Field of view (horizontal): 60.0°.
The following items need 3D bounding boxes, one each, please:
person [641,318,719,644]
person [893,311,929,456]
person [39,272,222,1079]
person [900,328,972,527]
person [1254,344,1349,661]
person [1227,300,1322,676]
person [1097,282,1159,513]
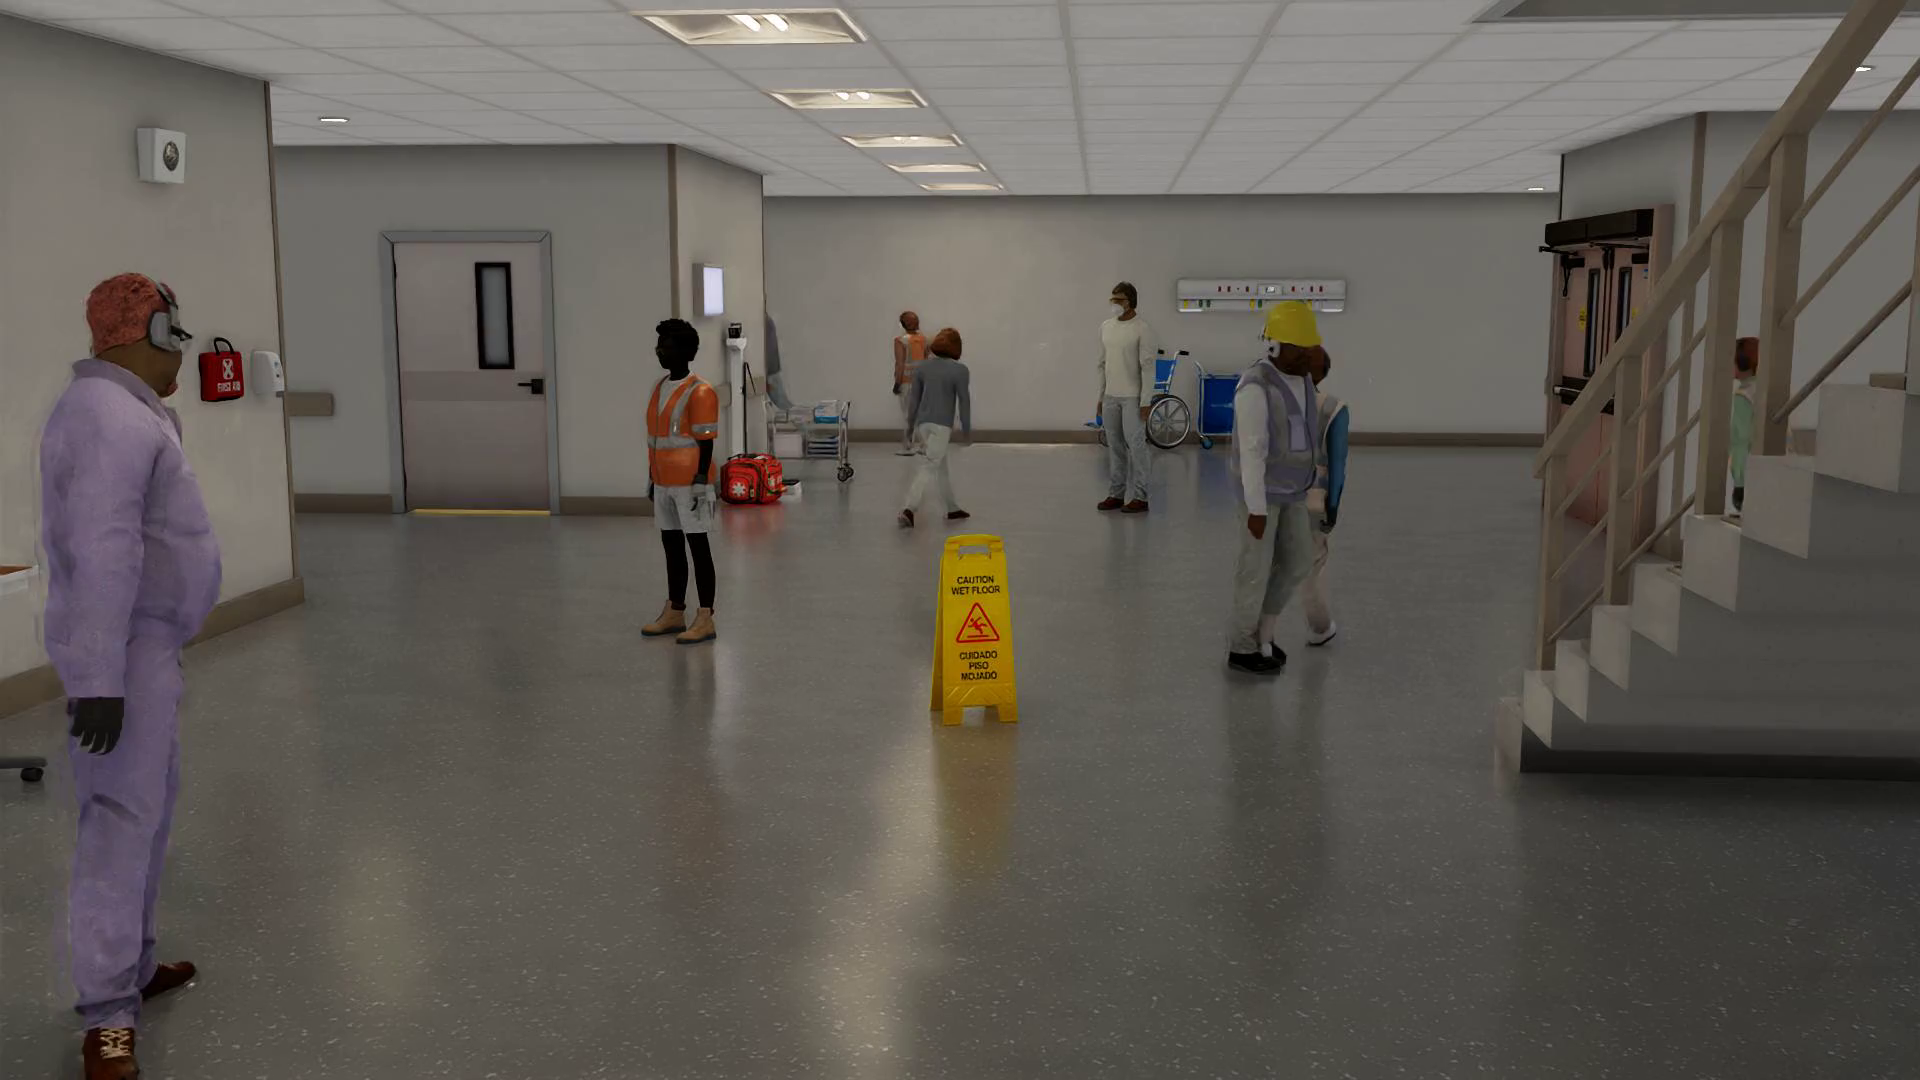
[{"bbox_3d":[-1.469,-0.309,8.726,0.318,1.697,0.535,-8,12,-44],"label":"person"},{"bbox_3d":[-0.549,-1.769,18.857,0.311,1.636,0.521,8,12,44],"label":"person"},{"bbox_3d":[-1.989,0.303,4.012,0.415,1.877,0.814,-4,9,-27],"label":"person"},{"bbox_3d":[-0.207,-0.888,13.119,0.506,1.565,0.900,6,11,37],"label":"person"},{"bbox_3d":[1.676,-0.194,8.315,0.526,1.584,0.896,5,10,29],"label":"person"},{"bbox_3d":[1.497,-0.231,7.865,0.503,1.797,0.618,7,11,40],"label":"person"},{"bbox_3d":[1.392,-1.188,13.939,0.367,1.932,0.622,-6,11,-38],"label":"person"}]
